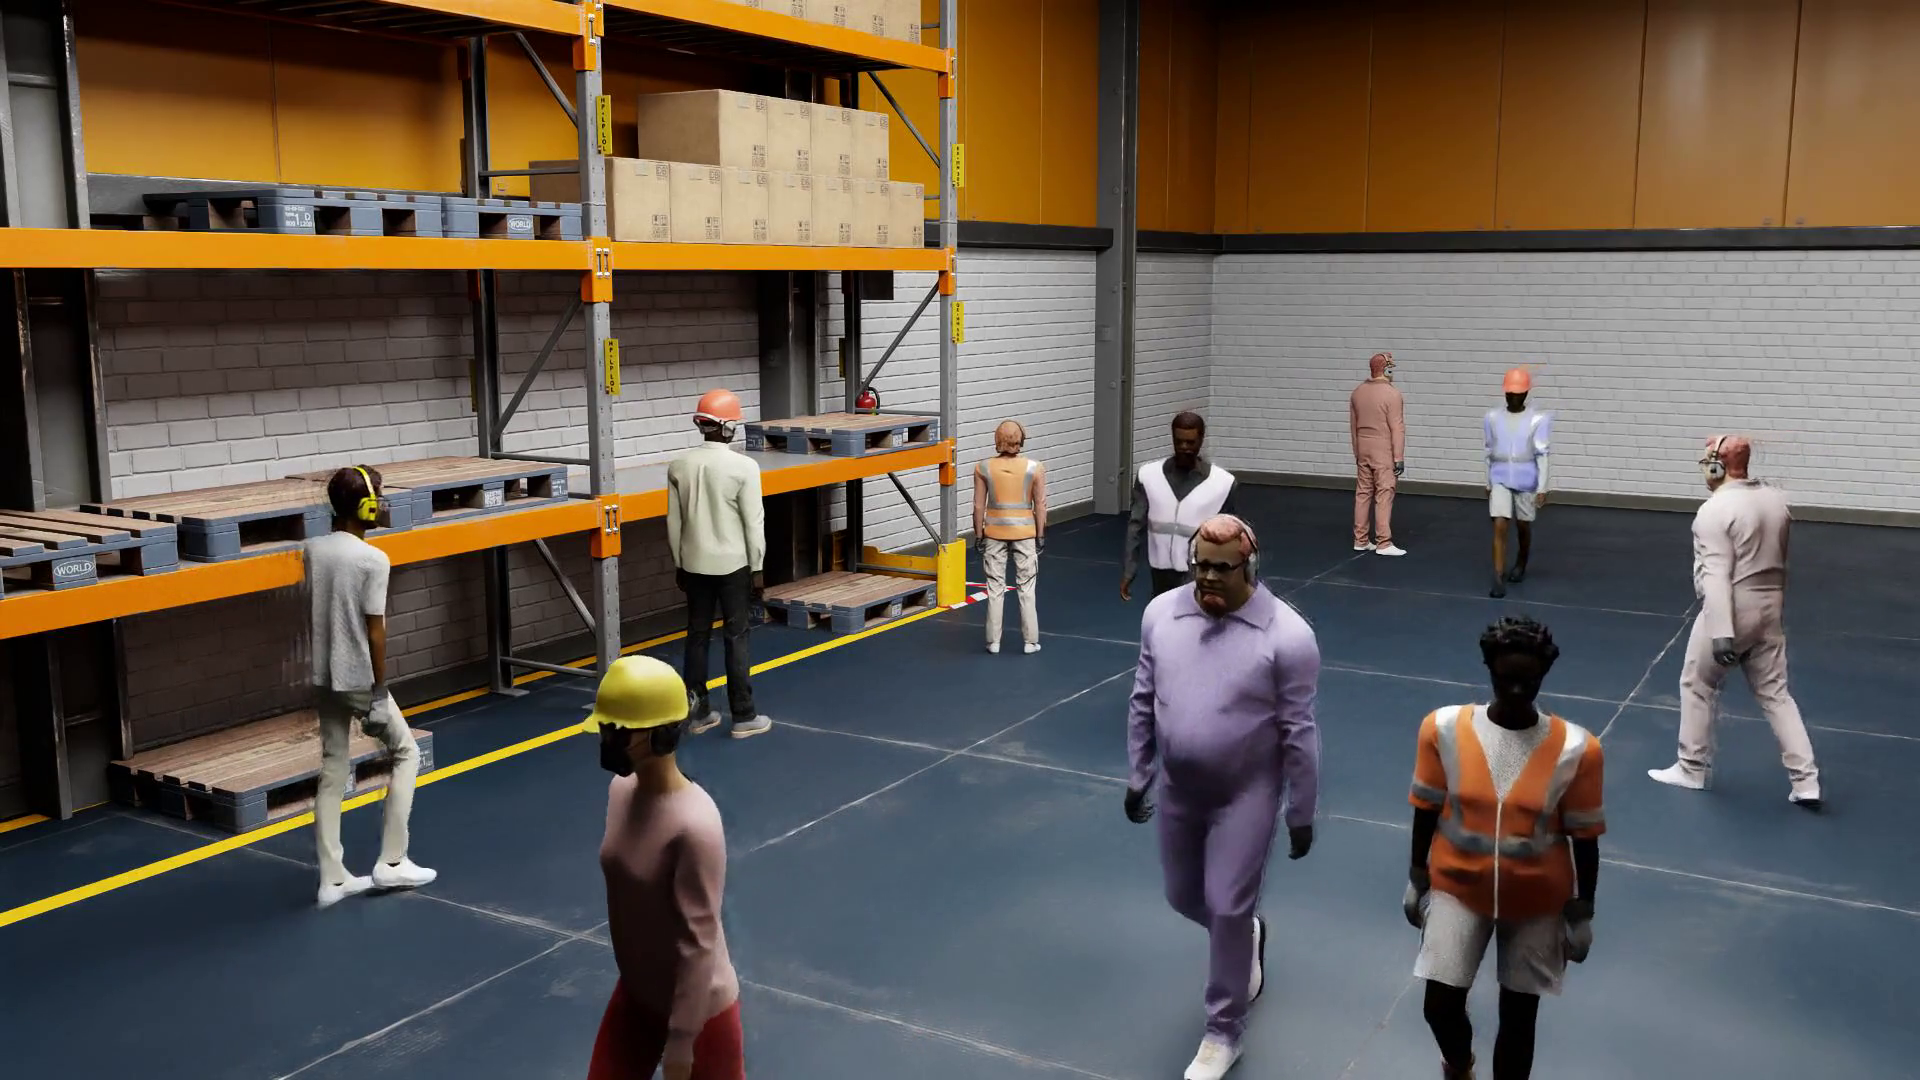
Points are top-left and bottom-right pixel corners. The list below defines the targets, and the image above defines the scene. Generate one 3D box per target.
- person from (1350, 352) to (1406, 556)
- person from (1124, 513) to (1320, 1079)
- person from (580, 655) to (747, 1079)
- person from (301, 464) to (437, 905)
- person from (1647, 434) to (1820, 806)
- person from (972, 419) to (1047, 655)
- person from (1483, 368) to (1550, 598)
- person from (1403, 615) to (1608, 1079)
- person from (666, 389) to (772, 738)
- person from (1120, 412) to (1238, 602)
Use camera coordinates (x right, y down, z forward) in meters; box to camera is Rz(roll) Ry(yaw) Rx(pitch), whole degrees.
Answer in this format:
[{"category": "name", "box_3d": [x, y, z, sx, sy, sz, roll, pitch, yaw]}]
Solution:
[{"category": "person", "box_3d": [3.961, -0.807, 15.668, 0.408, 1.912, 0.641, -5, 10, -29]}, {"category": "person", "box_3d": [0.918, 0.818, 5.654, 0.687, 1.875, 0.742, 7, 11, 37]}, {"category": "person", "box_3d": [-0.797, 1.139, 4.072, 0.877, 1.717, 0.547, -7, 12, -39]}, {"category": "person", "box_3d": [-2.550, 0.607, 7.067, 0.539, 1.845, 0.617, 4, 10, 25]}, {"category": "person", "box_3d": [3.983, 0.405, 8.328, 0.660, 1.856, 0.839, -5, 10, -28]}, {"category": "person", "box_3d": [0.344, -0.011, 11.535, 0.515, 1.642, 0.314, 1, 9, 7]}, {"category": "person", "box_3d": [4.646, -0.505, 13.901, 0.555, 1.885, 1.031, 5, 10, 27]}, {"category": "person", "box_3d": [1.564, 1.039, 4.810, 0.556, 1.683, 0.369, 4, 10, 21]}, {"category": "person", "box_3d": [-1.379, 0.135, 9.523, 0.612, 1.994, 0.394, 4, 10, 23]}, {"category": "person", "box_3d": [1.276, 0.184, 9.636, 0.609, 1.864, 1.023, 4, 10, 21]}]
